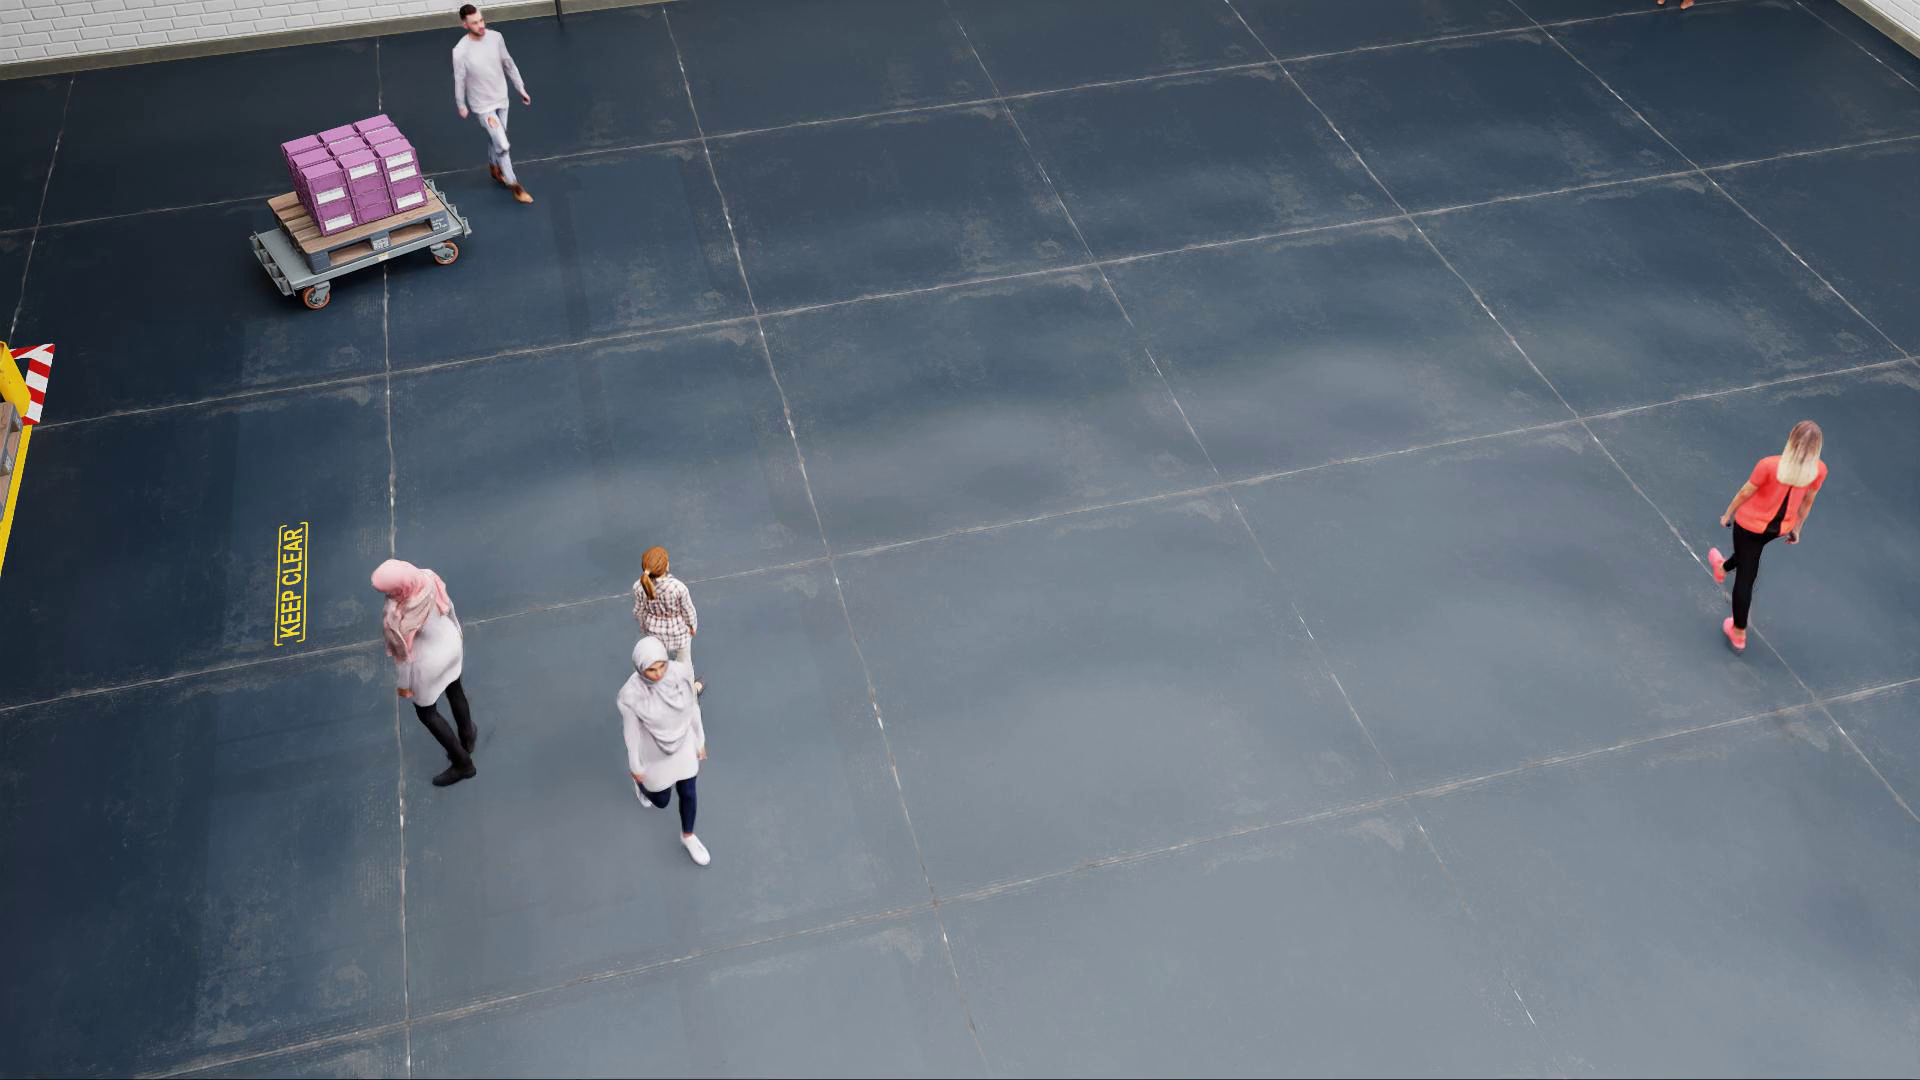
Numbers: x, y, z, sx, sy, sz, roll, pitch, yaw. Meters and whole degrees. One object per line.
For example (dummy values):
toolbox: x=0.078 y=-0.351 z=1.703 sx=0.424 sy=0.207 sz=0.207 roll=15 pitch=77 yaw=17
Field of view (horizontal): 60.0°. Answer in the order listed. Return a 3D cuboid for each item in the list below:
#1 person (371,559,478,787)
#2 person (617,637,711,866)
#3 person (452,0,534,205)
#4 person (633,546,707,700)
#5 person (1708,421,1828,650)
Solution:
person: x=-3.121 y=0.685 z=9.945 sx=0.892 sy=1.781 sz=0.817 roll=31 pitch=52 yaw=29
person: x=-1.710 y=1.138 z=9.483 sx=0.791 sy=1.763 sz=0.980 roll=-23 pitch=48 yaw=-22
person: x=-4.237 y=-3.939 z=14.778 sx=1.091 sy=1.811 sz=1.005 roll=26 pitch=49 yaw=24
person: x=-1.843 y=0.544 z=10.434 sx=0.596 sy=1.311 sz=0.598 roll=4 pitch=44 yaw=4
person: x=5.227 y=-0.019 z=10.783 sx=0.829 sy=1.645 sz=1.191 roll=1 pitch=44 yaw=1
